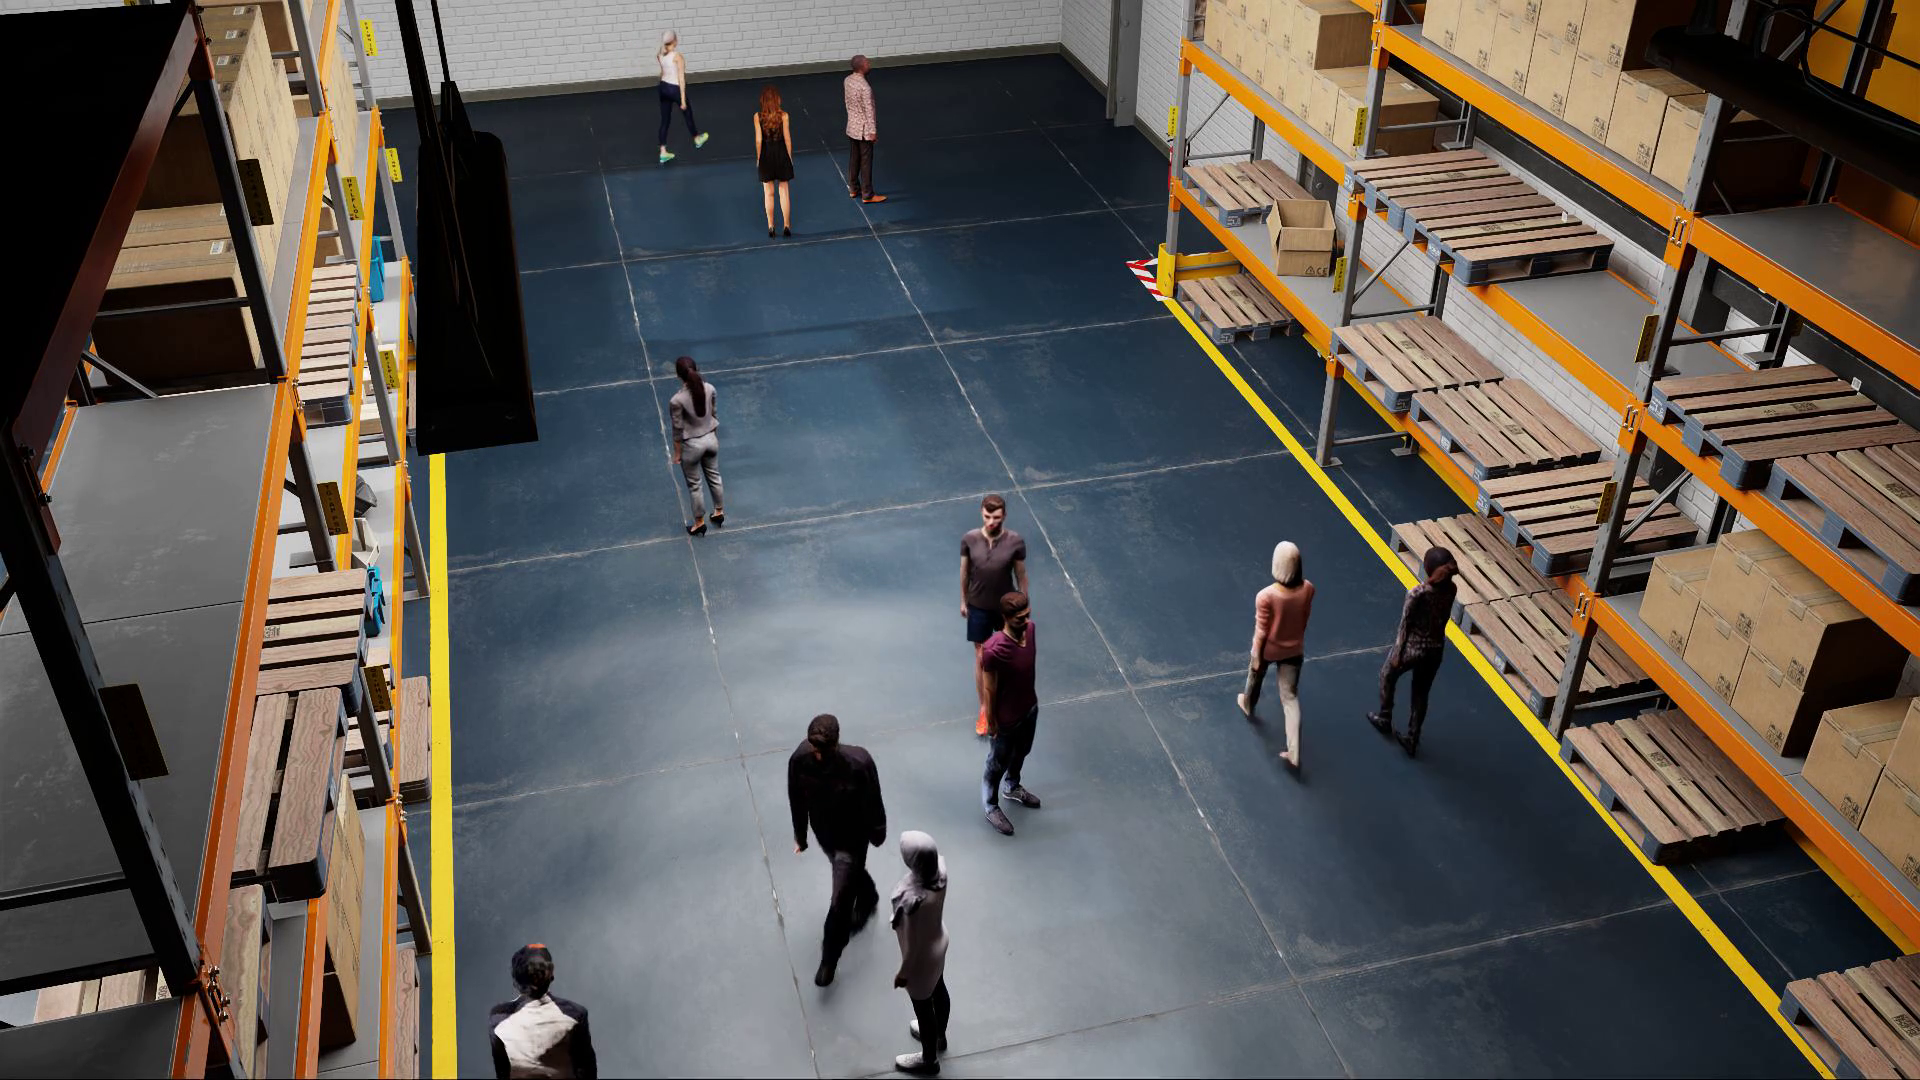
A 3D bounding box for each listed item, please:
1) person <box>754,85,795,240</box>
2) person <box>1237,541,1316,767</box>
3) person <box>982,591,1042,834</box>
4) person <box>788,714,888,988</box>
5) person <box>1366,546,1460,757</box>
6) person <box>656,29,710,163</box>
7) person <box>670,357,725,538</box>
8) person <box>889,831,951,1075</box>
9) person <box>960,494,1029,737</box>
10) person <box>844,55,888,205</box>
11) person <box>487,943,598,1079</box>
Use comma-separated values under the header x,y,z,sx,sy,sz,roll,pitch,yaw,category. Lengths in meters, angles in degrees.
x,y,z,sx,sy,sz,roll,pitch,yaw,category
-2.168,-4.403,19.412,0.614,1.835,0.577,-3,34,-4,person
2.287,0.815,11.700,0.619,1.681,1.155,-8,34,-12,person
0.344,1.102,11.115,0.764,1.852,0.740,23,40,30,person
-0.690,1.697,10.182,1.137,1.893,1.254,12,35,17,person
3.259,0.824,11.663,0.576,1.707,0.696,-8,35,-13,person
-3.781,-5.716,21.553,1.132,1.652,1.183,18,38,25,person
-2.225,-0.789,14.115,0.709,1.678,0.724,-27,42,-35,person
-0.195,2.313,9.359,0.753,1.777,0.664,13,36,19,person
0.267,0.432,12.161,0.962,1.810,1.262,4,34,5,person
-1.216,-5.052,20.413,0.816,1.808,0.665,-22,39,-29,person
-2.096,2.863,8.457,0.747,1.861,1.205,-6,34,-9,person
